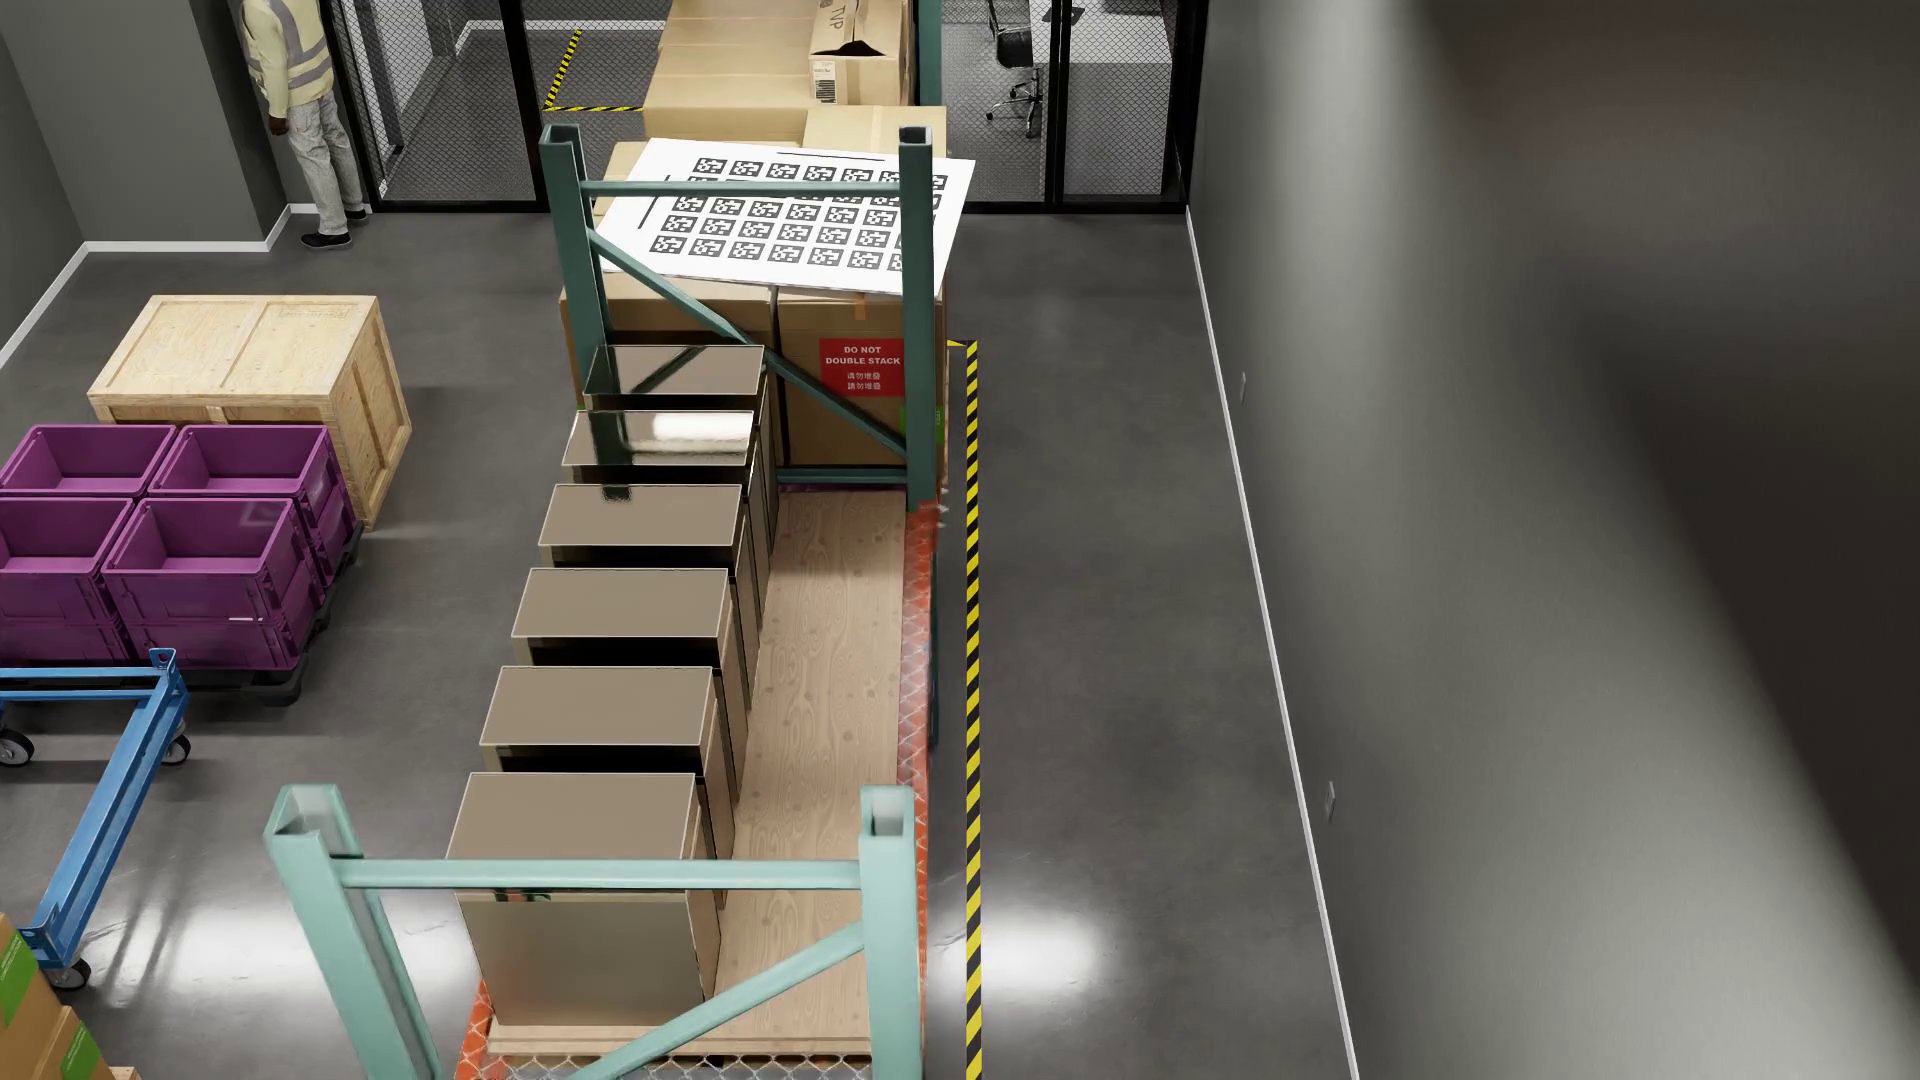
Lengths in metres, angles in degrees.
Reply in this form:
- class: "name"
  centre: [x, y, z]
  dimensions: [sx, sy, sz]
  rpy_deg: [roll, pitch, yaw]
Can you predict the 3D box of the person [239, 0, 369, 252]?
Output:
- class: "person"
  centre: [-3.480, -2.388, 8.694]
  dimensions: [0.403, 1.835, 0.586]
  rpy_deg: [5, 41, 6]
